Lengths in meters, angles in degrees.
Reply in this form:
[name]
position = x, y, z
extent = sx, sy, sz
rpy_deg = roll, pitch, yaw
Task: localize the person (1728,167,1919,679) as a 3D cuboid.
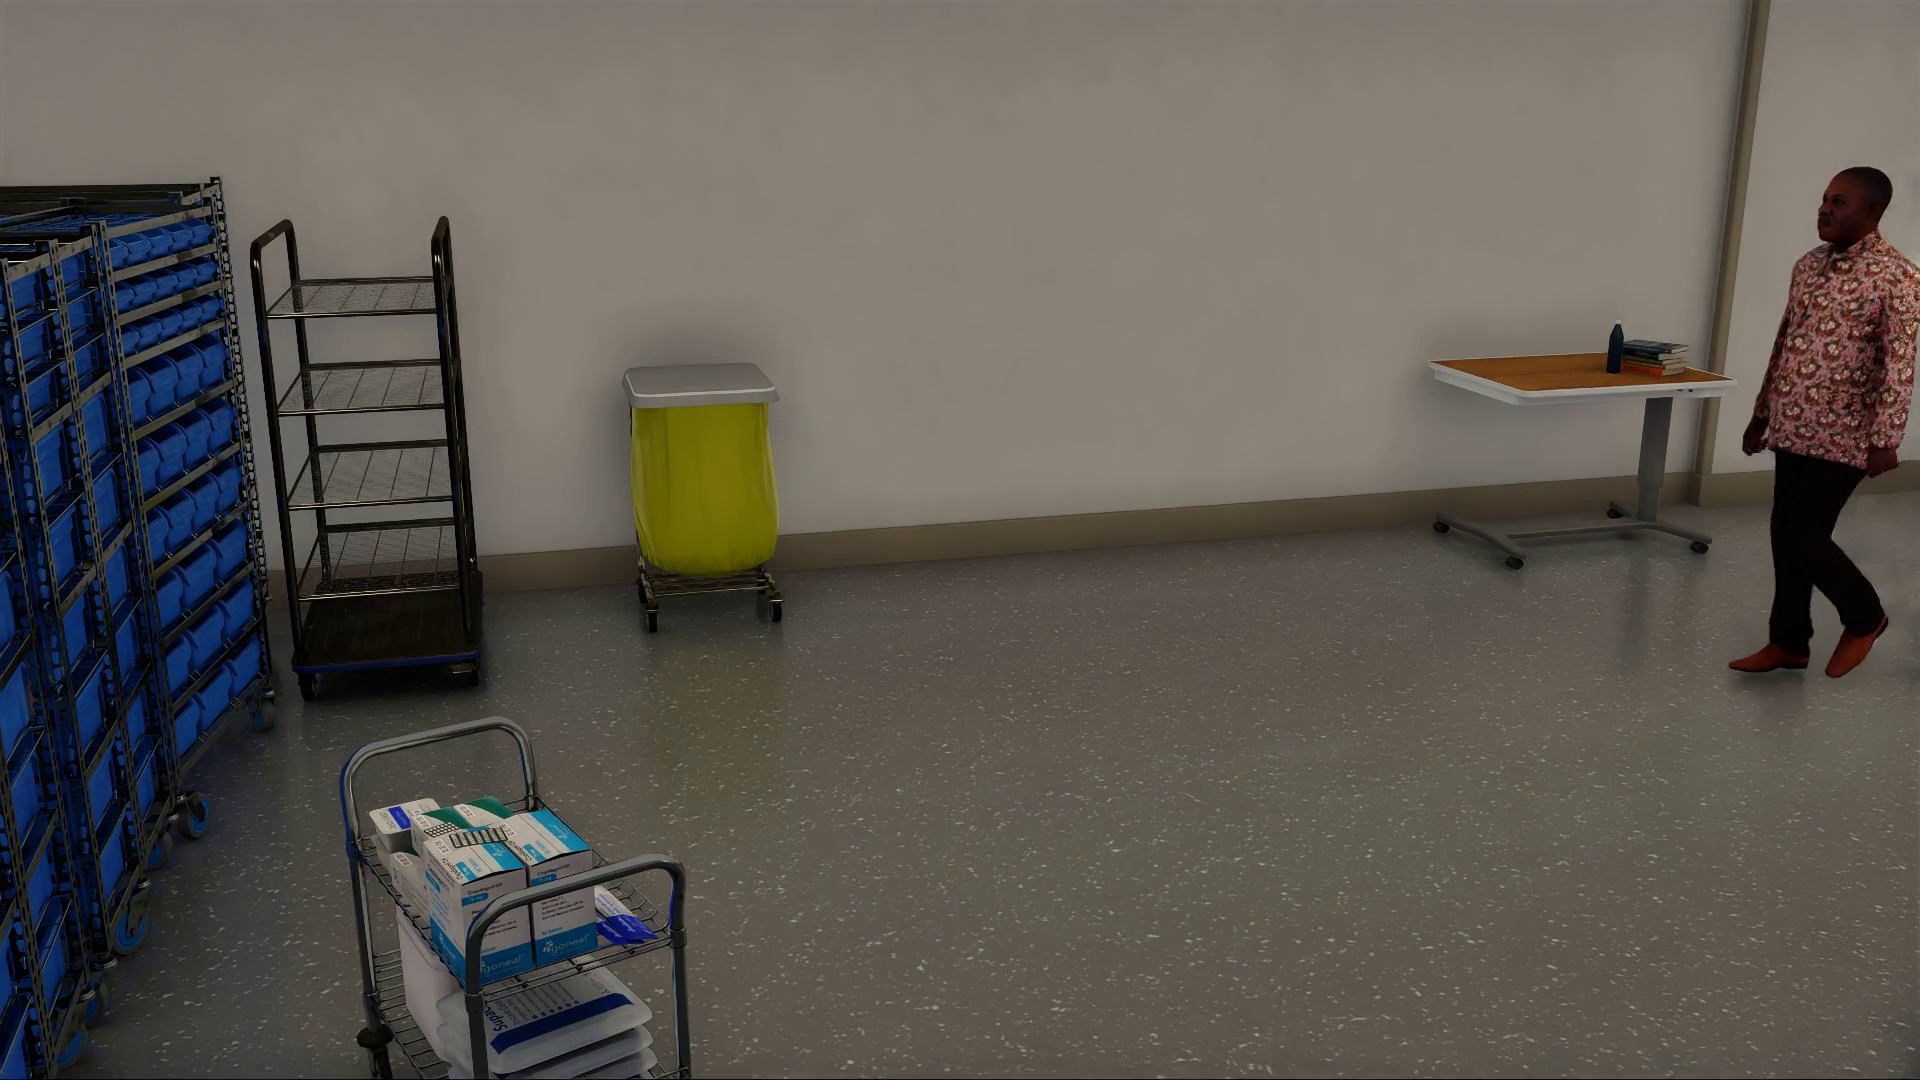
[person]
position = 3.087, -0.378, 5.813
extent = 0.747, 1.791, 0.708
rpy_deg = -3, 16, -11
